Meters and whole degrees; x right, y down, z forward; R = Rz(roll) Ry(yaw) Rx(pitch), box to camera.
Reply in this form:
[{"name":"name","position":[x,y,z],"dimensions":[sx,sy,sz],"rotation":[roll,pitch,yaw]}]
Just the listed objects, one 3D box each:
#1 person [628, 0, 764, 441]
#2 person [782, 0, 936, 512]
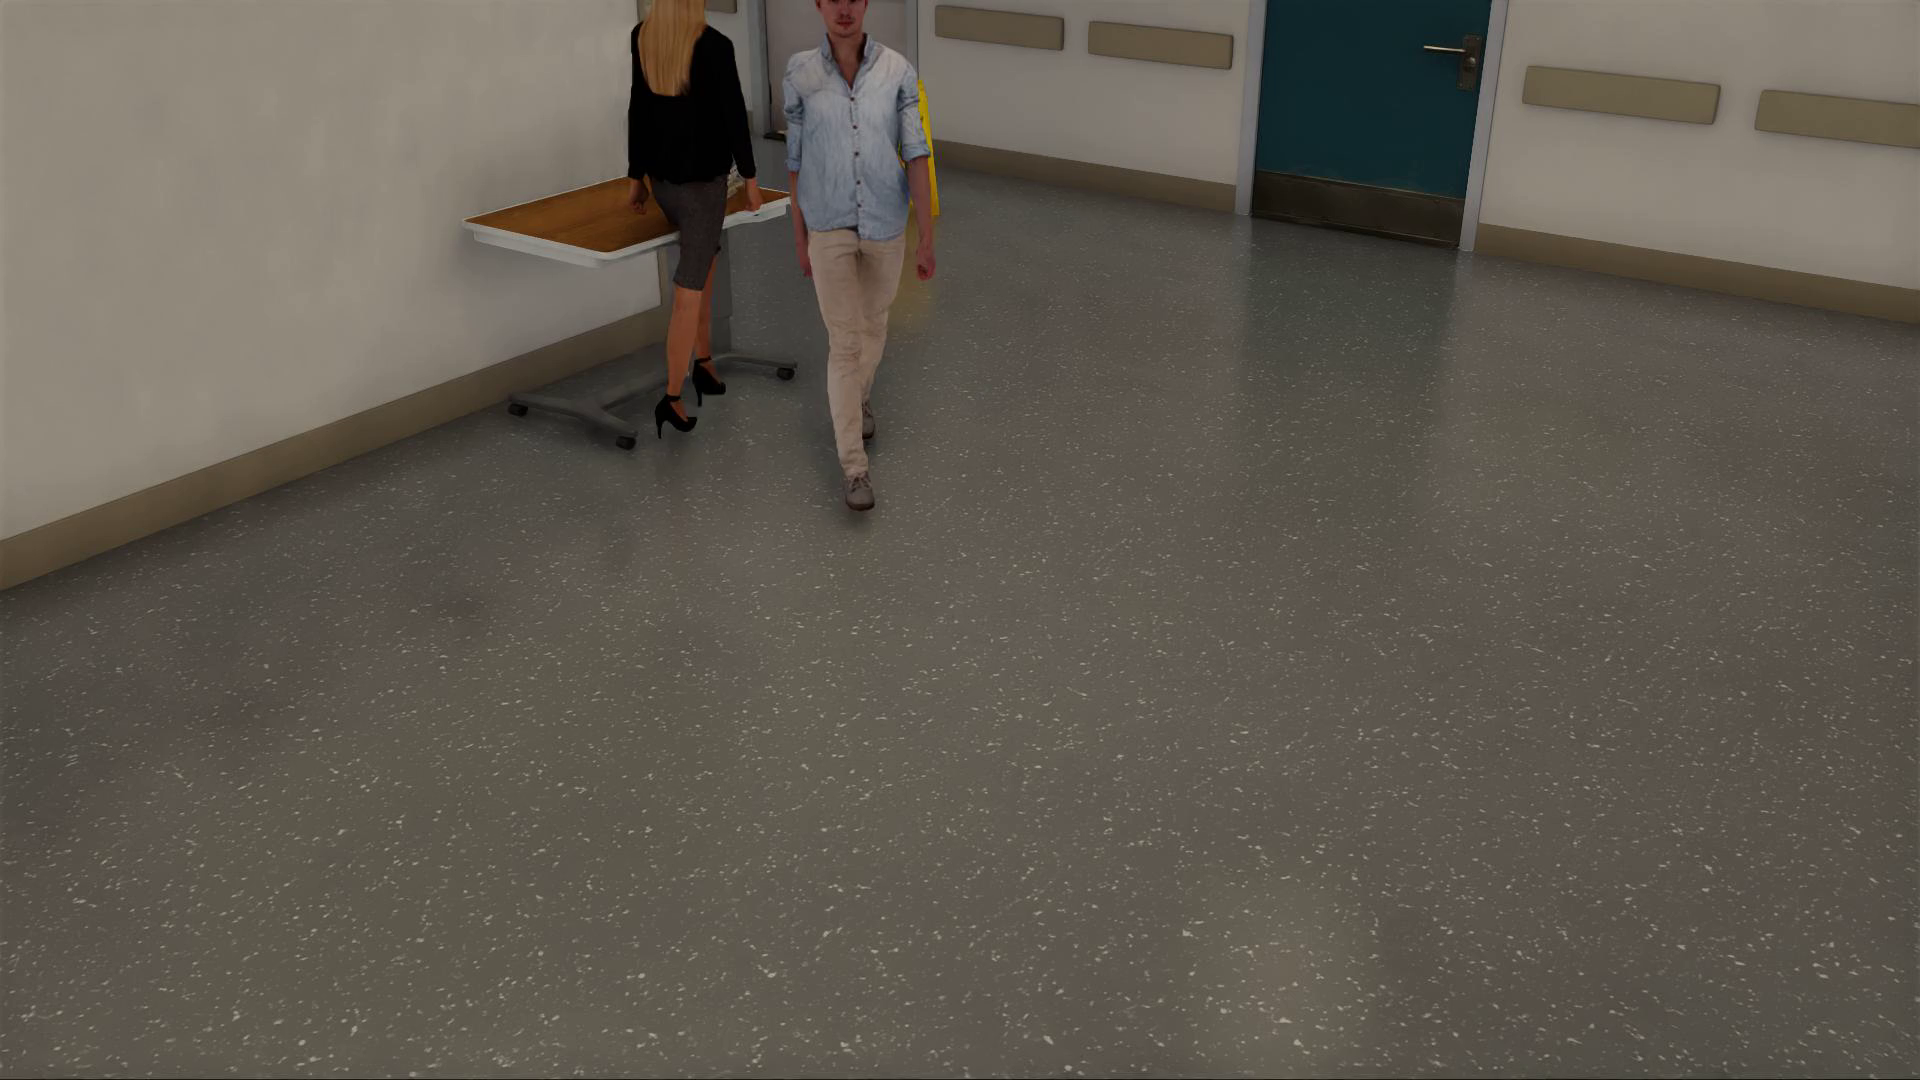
[{"name":"person","position":[-1.061,-1.235,6.192],"dimensions":[0.719,1.816,0.716],"rotation":[13,29,25]},{"name":"person","position":[-0.366,-1.119,5.969],"dimensions":[1.184,1.801,1.256],"rotation":[-5,26,-9]}]
